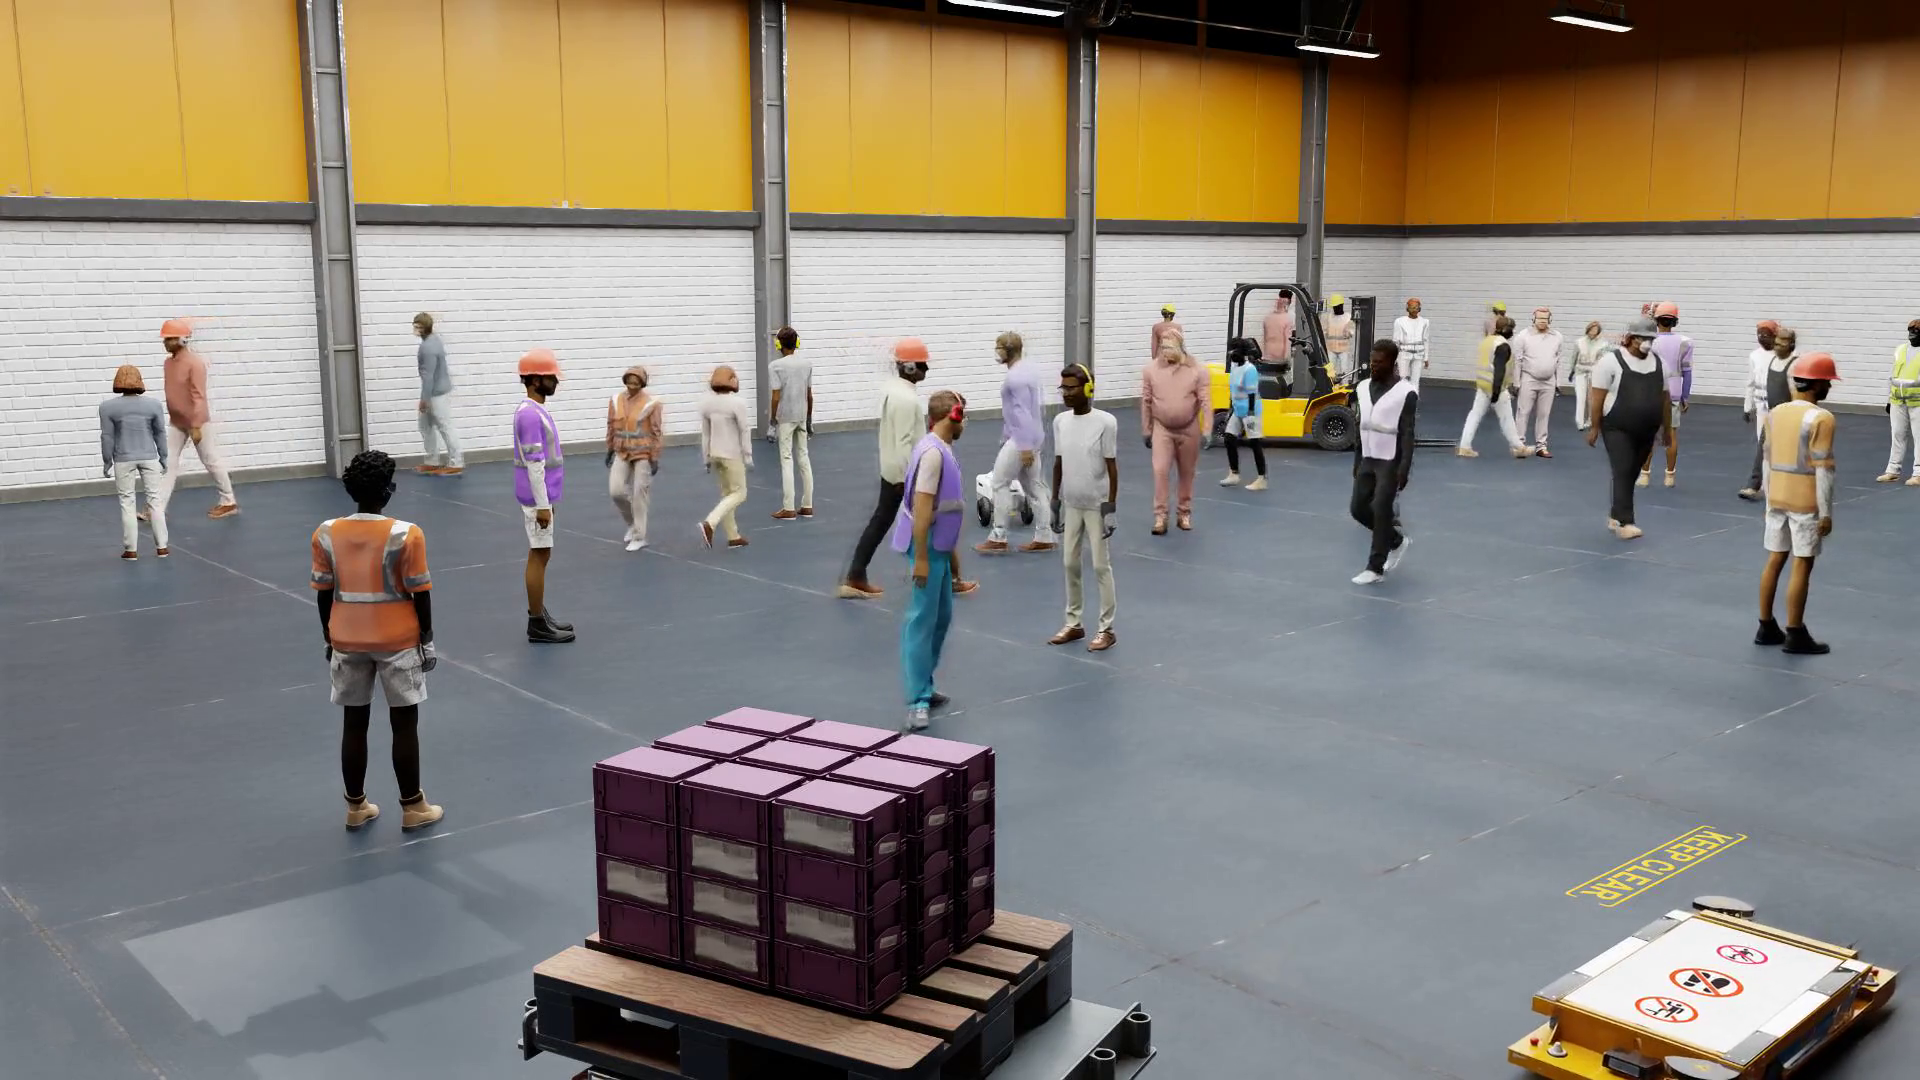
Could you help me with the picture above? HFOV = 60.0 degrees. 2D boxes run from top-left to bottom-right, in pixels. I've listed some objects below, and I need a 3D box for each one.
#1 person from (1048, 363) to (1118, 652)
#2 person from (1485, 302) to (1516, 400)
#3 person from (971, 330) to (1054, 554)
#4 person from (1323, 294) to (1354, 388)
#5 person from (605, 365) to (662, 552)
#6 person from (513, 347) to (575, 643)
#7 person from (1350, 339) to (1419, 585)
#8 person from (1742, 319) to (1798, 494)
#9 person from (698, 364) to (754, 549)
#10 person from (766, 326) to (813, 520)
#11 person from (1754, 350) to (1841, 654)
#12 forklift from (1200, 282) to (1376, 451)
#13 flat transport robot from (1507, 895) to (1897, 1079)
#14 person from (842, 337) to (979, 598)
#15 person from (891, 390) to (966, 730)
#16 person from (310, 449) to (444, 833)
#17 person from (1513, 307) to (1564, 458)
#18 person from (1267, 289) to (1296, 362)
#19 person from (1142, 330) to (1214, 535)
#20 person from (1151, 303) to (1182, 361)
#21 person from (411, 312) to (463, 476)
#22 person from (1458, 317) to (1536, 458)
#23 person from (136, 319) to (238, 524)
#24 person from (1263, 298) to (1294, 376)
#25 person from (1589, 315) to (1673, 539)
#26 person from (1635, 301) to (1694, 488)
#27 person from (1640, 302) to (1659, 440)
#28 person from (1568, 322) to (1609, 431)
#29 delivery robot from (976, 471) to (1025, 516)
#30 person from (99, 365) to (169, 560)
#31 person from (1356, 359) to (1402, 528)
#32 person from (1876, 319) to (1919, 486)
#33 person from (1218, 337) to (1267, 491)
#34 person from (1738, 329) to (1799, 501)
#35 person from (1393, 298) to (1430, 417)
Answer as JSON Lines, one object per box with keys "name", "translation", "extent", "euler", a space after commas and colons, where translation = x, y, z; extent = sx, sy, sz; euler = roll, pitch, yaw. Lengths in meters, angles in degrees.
{"name": "person", "translation": [0.803, -0.208, 10.715], "extent": [0.514, 1.861, 0.357], "euler": [8, 13, 41]}
{"name": "person", "translation": [9.423, -3.294, 29.137], "extent": [0.811, 1.735, 0.543], "euler": [-6, 11, -32]}
{"name": "person", "translation": [0.421, -0.811, 14.091], "extent": [0.837, 1.903, 0.692], "euler": [1, 10, 7]}
{"name": "person", "translation": [6.446, -3.234, 28.287], "extent": [0.625, 1.905, 0.443], "euler": [7, 12, 36]}
{"name": "person", "translation": [-2.805, -0.705, 14.284], "extent": [0.577, 1.613, 0.402], "euler": [3, 10, 19]}
{"name": "person", "translation": [-2.747, -0.293, 10.949], "extent": [0.350, 1.941, 0.545], "euler": [-2, 10, -14]}
{"name": "person", "translation": [3.293, -0.608, 12.889], "extent": [0.542, 1.905, 0.612], "euler": [-6, 11, -31]}
{"name": "person", "translation": [8.640, -1.411, 17.714], "extent": [0.435, 1.866, 0.614], "euler": [-4, 10, -22]}
{"name": "person", "translation": [-2.039, -0.701, 14.279], "extent": [0.510, 1.614, 0.595], "euler": [7, 12, 37]}
{"name": "person", "translation": [-1.642, -1.121, 16.039], "extent": [0.517, 1.859, 0.334], "euler": [-8, 13, -40]}
{"name": "person", "translation": [5.392, -0.243, 10.666], "extent": [0.375, 1.936, 0.548], "euler": [-2, 10, -13]}
{"name": "forklift", "translation": [4.328, -2.346, 22.227], "extent": [2.313, 2.155, 1.214], "euler": [3, 10, 16]}
{"name": "flat transport robot", "translation": [2.432, 1.492, 5.378], "extent": [1.431, 0.197, 0.652], "euler": [-9, 13, -43]}
{"name": "person", "translation": [-0.410, -0.520, 12.287], "extent": [1.021, 1.949, 0.621], "euler": [-3, 10, -16]}
{"name": "person", "translation": [-0.173, 0.098, 9.077], "extent": [0.397, 1.806, 0.715], "euler": [1, 10, 6]}
{"name": "person", "translation": [-2.557, 0.449, 7.314], "extent": [0.542, 1.695, 0.316], "euler": [1, 10, 7]}
{"name": "person", "translation": [7.254, -1.969, 20.869], "extent": [0.645, 1.905, 0.400], "euler": [0, 10, -3]}
{"name": "person", "translation": [5.637, -3.393, 29.045], "extent": [0.381, 1.958, 0.603], "euler": [-8, 12, -38]}
{"name": "person", "translation": [1.978, -0.974, 15.153], "extent": [0.674, 1.857, 0.897], "euler": [2, 10, 12]}
{"name": "person", "translation": [3.399, -2.992, 27.284], "extent": [0.525, 1.759, 0.337], "euler": [4, 10, 22]}
{"name": "person", "translation": [-6.052, -1.656, 19.047], "extent": [0.675, 1.899, 0.664], "euler": [-4, 10, -20]}
{"name": "person", "translation": [6.733, -1.905, 20.884], "extent": [0.975, 1.782, 0.656], "euler": [-1, 10, -6]}
{"name": "person", "translation": [-7.395, -1.128, 15.829], "extent": [0.641, 1.938, 1.051], "euler": [6, 11, 31]}
{"name": "person", "translation": [5.290, -3.127, 27.851], "extent": [1.031, 1.854, 0.655], "euler": [-9, 13, -41]}
{"name": "person", "translation": [6.113, -1.028, 14.957], "extent": [0.705, 2.000, 0.899], "euler": [-2, 10, -10]}
{"name": "person", "translation": [7.662, -1.582, 18.193], "extent": [0.607, 2.044, 0.378], "euler": [2, 10, 11]}
{"name": "person", "translation": [9.491, -2.337, 23.035], "extent": [0.407, 1.903, 0.639], "euler": [1, 10, 8]}
{"name": "person", "translation": [9.222, -2.413, 24.415], "extent": [0.549, 1.586, 0.846], "euler": [5, 11, 27]}
{"name": "delivery robot", "translation": [0.385, -0.487, 15.863], "extent": [0.477, 0.478, 0.707], "euler": [-2, 10, -12]}
{"name": "person", "translation": [-6.897, -0.646, 13.913], "extent": [0.507, 1.632, 0.267], "euler": [-7, 12, -35]}
{"name": "person", "translation": [3.953, -0.922, 15.529], "extent": [0.508, 1.632, 0.271], "euler": [3, 10, 16]}
{"name": "person", "translation": [10.571, -1.527, 18.466], "extent": [0.429, 1.844, 0.622], "euler": [-5, 11, -27]}
{"name": "person", "translation": [3.055, -1.363, 18.024], "extent": [0.502, 1.660, 0.546], "euler": [-3, 10, -18]}
{"name": "person", "translation": [8.379, -1.260, 17.027], "extent": [0.853, 1.794, 0.537], "euler": [-2, 10, -12]}
{"name": "person", "translation": [7.079, -2.858, 26.131], "extent": [0.583, 1.882, 0.337], "euler": [-1, 10, -5]}
